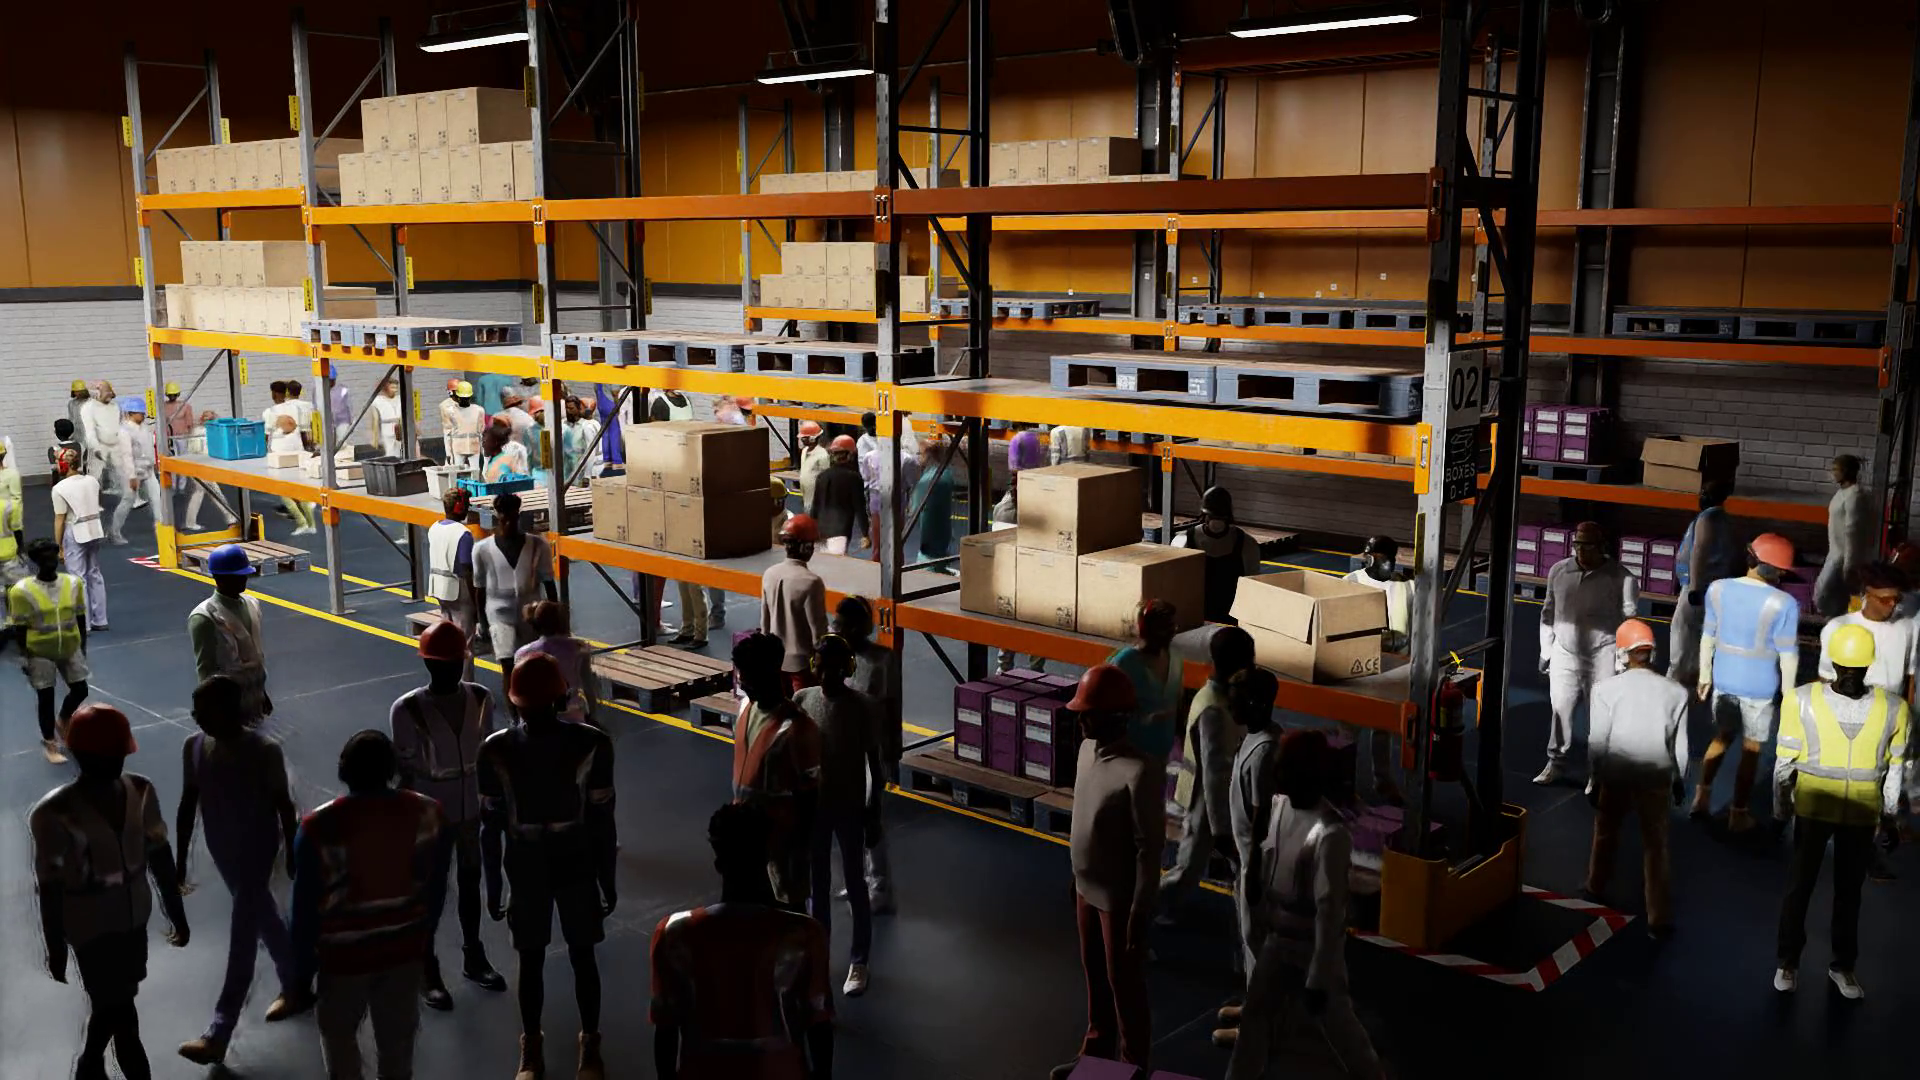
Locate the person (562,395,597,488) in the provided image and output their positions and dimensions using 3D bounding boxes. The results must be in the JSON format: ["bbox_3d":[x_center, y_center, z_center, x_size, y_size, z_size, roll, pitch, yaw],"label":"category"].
[{"bbox_3d":[-4.831,-0.868,20.944,0.587,1.920,0.393,2,10,12],"label":"person"}]

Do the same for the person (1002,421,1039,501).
[{"bbox_3d":[0.695,-0.664,19.765,0.647,1.918,0.544,8,13,37],"label":"person"}]

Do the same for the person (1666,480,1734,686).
[{"bbox_3d":[6.306,0.396,14.179,0.441,1.798,0.725,7,12,33],"label":"person"}]

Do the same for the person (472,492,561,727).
[{"bbox_3d":[-3.423,0.565,12.855,0.626,1.921,0.999,-4,11,-21],"label":"person"}]

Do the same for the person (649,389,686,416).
[{"bbox_3d":[-4.453,-1.689,25.555,0.635,1.930,0.642,-6,12,-30],"label":"person"}]

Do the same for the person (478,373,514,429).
[{"bbox_3d":[-7.877,-2.173,28.281,0.636,1.942,0.809,-2,10,-10],"label":"person"}]

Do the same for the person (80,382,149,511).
[{"bbox_3d":[-12.077,-1.310,23.622,0.977,1.860,0.644,4,11,23],"label":"person"}]

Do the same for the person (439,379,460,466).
[{"bbox_3d":[-7.727,-1.597,25.533,0.326,1.752,0.560,4,11,20],"label":"person"}]

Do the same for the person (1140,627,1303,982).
[{"bbox_3d":[1.254,1.346,8.571,0.972,1.878,0.585,4,11,23],"label":"person"}]

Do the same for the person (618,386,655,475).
[{"bbox_3d":[-4.904,-1.674,25.470,0.643,1.932,0.407,-7,12,-35],"label":"person"}]

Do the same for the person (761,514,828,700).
[{"bbox_3d":[-1.080,0.814,11.228,0.610,1.992,0.394,10,14,44],"label":"person"}]

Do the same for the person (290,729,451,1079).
[{"bbox_3d":[-2.397,1.682,6.817,0.651,1.819,0.431,-6,12,-31],"label":"person"}]

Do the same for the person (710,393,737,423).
[{"bbox_3d":[-3.207,-1.184,22.829,0.447,1.885,0.704,-2,10,-9],"label":"person"}]

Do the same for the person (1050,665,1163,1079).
[{"bbox_3d":[0.641,1.514,7.257,0.387,1.992,0.626,-4,11,-23],"label":"person"}]

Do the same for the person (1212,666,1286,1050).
[{"bbox_3d":[1.397,1.489,7.853,0.348,1.839,0.504,2,10,12],"label":"person"}]

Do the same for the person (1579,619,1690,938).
[{"bbox_3d":[3.798,1.309,9.308,0.586,1.693,0.764,1,10,3],"label":"person"}]

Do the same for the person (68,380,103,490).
[{"bbox_3d":[-13.514,-1.605,25.640,0.486,1.737,0.323,2,10,11],"label":"person"}]

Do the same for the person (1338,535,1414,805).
[{"bbox_3d":[2.819,0.877,11.291,0.627,1.846,0.429,-3,11,-18],"label":"person"}]

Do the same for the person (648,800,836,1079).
[{"bbox_3d":[-0.717,1.828,5.568,0.613,1.962,0.364,0,10,0],"label":"person"}]

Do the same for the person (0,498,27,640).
[{"bbox_3d":[-9.190,0.154,15.813,0.556,1.683,0.569,-6,12,-30],"label":"person"}]

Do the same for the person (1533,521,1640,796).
[{"bbox_3d":[4.305,0.811,11.490,0.652,1.905,0.402,9,13,42],"label":"person"}]

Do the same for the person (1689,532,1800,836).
[{"bbox_3d":[5.005,0.920,10.613,0.451,2.003,0.650,-7,12,-33],"label":"person"}]

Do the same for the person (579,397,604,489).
[{"bbox_3d":[-4.681,-0.862,21.009,0.354,1.884,0.576,-1,10,-7],"label":"person"}]

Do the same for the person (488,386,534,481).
[{"bbox_3d":[-5.679,-1.027,21.495,0.772,2.000,0.539,4,11,21],"label":"person"}]

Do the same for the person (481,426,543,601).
[{"bbox_3d":[-4.836,-0.264,17.602,0.744,1.894,0.608,-6,11,-29],"label":"person"}]

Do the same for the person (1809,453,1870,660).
[{"bbox_3d":[7.950,0.173,15.046,0.440,1.920,0.651,4,11,20],"label":"person"}]

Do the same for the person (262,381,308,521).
[{"bbox_3d":[-9.385,-1.228,22.924,0.926,1.922,0.623,6,12,29],"label":"person"}]

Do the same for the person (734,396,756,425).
[{"bbox_3d":[-2.834,-1.058,22.148,0.393,1.879,0.630,0,10,-2],"label":"person"}]

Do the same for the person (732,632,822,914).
[{"bbox_3d":[-0.917,1.394,8.039,0.384,1.959,0.600,-8,13,-40],"label":"person"}]

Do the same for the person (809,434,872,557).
[{"bbox_3d":[-1.299,-0.064,16.394,0.943,1.938,0.634,-9,14,-43],"label":"person"}]

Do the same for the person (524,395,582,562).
[{"bbox_3d":[-4.907,-0.739,19.964,0.720,2.018,0.464,1,10,3],"label":"person"}]

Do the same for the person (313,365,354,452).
[{"bbox_3d":[-10.156,-1.913,26.975,0.638,1.894,0.927,-3,11,-18],"label":"person"}]

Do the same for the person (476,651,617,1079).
[{"bbox_3d":[-1.817,1.479,7.367,0.601,2.036,0.404,-1,10,-8],"label":"person"}]

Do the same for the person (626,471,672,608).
[{"bbox_3d":[-3.278,-0.245,17.420,0.381,1.919,0.584,-7,12,-33],"label":"person"}]

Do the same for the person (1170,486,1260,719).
[{"bbox_3d":[1.886,0.585,12.386,0.684,2.000,0.536,1,10,6],"label":"person"}]

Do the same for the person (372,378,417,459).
[{"bbox_3d":[-8.451,-1.518,24.910,0.624,1.815,0.569,8,13,38],"label":"person"}]
